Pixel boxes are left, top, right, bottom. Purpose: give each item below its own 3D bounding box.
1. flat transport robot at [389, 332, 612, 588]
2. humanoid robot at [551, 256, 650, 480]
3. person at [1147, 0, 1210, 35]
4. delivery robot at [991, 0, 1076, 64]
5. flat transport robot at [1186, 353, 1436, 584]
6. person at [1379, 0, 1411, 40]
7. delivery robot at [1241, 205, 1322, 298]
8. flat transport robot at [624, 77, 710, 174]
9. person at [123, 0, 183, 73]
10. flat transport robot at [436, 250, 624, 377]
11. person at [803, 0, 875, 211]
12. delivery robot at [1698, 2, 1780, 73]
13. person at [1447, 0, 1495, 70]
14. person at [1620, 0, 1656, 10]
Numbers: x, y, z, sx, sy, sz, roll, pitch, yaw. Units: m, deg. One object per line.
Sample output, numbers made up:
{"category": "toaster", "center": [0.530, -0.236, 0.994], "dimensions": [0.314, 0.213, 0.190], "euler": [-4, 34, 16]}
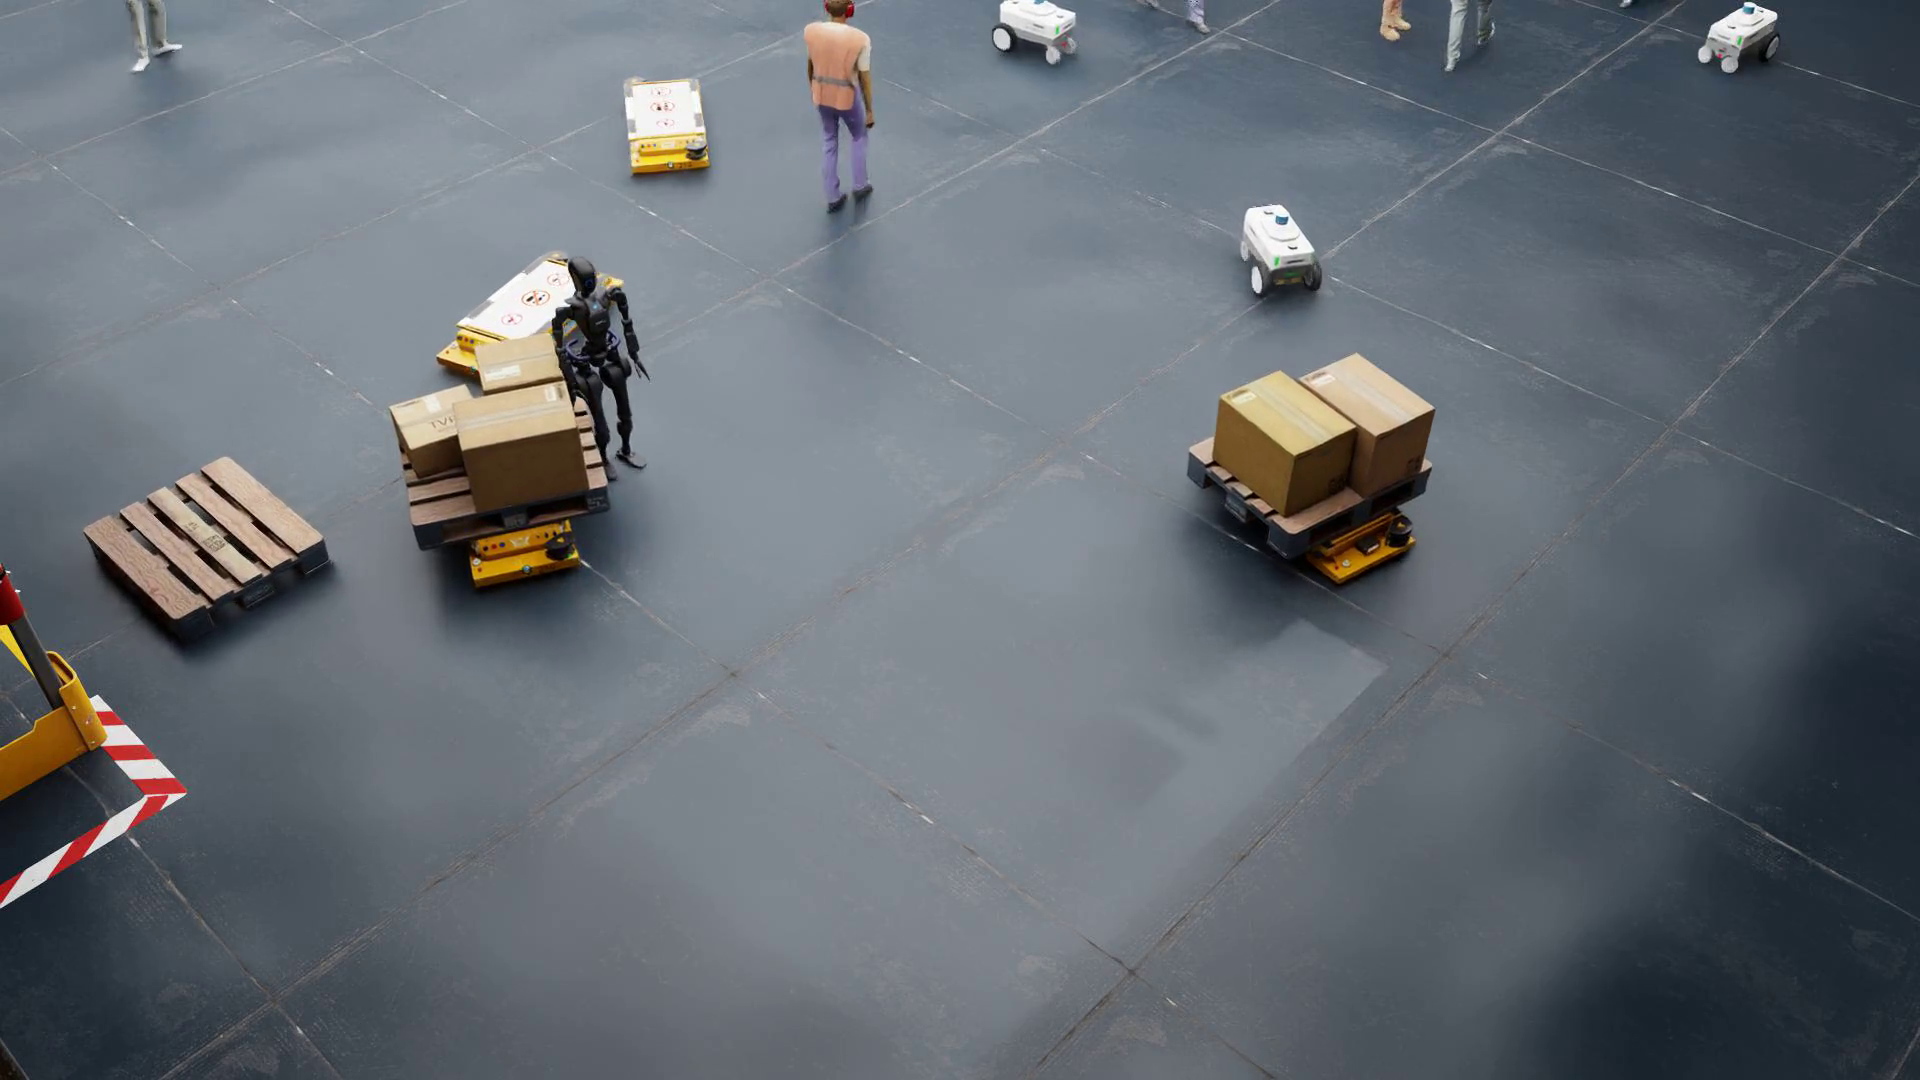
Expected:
{"category": "flat transport robot", "center": [-2.929, -0.276, 10.833], "dimensions": [0.659, 0.231, 1.431], "euler": [-13, 44, -14]}
{"category": "humanoid robot", "center": [-2.308, -1.111, 10.707], "dimensions": [0.589, 1.652, 0.324], "euler": [-29, 49, -28]}
{"category": "person", "center": [2.118, -5.799, 15.823], "dimensions": [0.601, 1.808, 0.832], "euler": [-23, 47, -23]}
{"category": "delivery robot", "center": [0.709, -4.876, 15.741], "dimensions": [0.796, 0.606, 0.499], "euler": [27, 48, 26]}
{"category": "flat transport robot", "center": [2.231, -0.292, 10.851], "dimensions": [0.659, 0.231, 1.431], "euler": [-24, 47, -24]}
{"category": "person", "center": [4.234, -5.599, 15.669], "dimensions": [0.559, 1.724, 0.375], "euler": [-27, 49, -27]}
{"category": "delivery robot", "center": [2.453, -2.246, 12.806], "dimensions": [0.499, 0.591, 0.768], "euler": [-9, 43, -10]}
{"category": "flat transport robot", "center": [-2.588, -3.667, 14.601], "dimensions": [0.659, 0.231, 1.431], "euler": [-7, 43, -8]}
{"category": "person", "center": [-7.559, -5.138, 15.233], "dimensions": [0.337, 1.606, 0.667], "euler": [7, 42, 7]}
{"category": "flat transport robot", "center": [-3.182, -1.666, 12.378], "dimensions": [0.659, 0.231, 1.431], "euler": [18, 45, 19]}
{"category": "person", "center": [-0.925, -3.549, 13.309], "dimensions": [0.594, 1.819, 0.652], "euler": [12, 43, 13]}
{"category": "delivery robot", "center": [7.315, -4.745, 15.588], "dimensions": [0.767, 0.596, 0.524], "euler": [-31, 51, -30]}
{"category": "person", "center": [4.793, -5.265, 15.304], "dimensions": [0.492, 1.694, 0.895], "euler": [19, 45, 20]}
{"category": "person", "center": [6.795, -6.032, 16.066], "dimensions": [0.603, 1.823, 0.444], "euler": [23, 47, 24]}
